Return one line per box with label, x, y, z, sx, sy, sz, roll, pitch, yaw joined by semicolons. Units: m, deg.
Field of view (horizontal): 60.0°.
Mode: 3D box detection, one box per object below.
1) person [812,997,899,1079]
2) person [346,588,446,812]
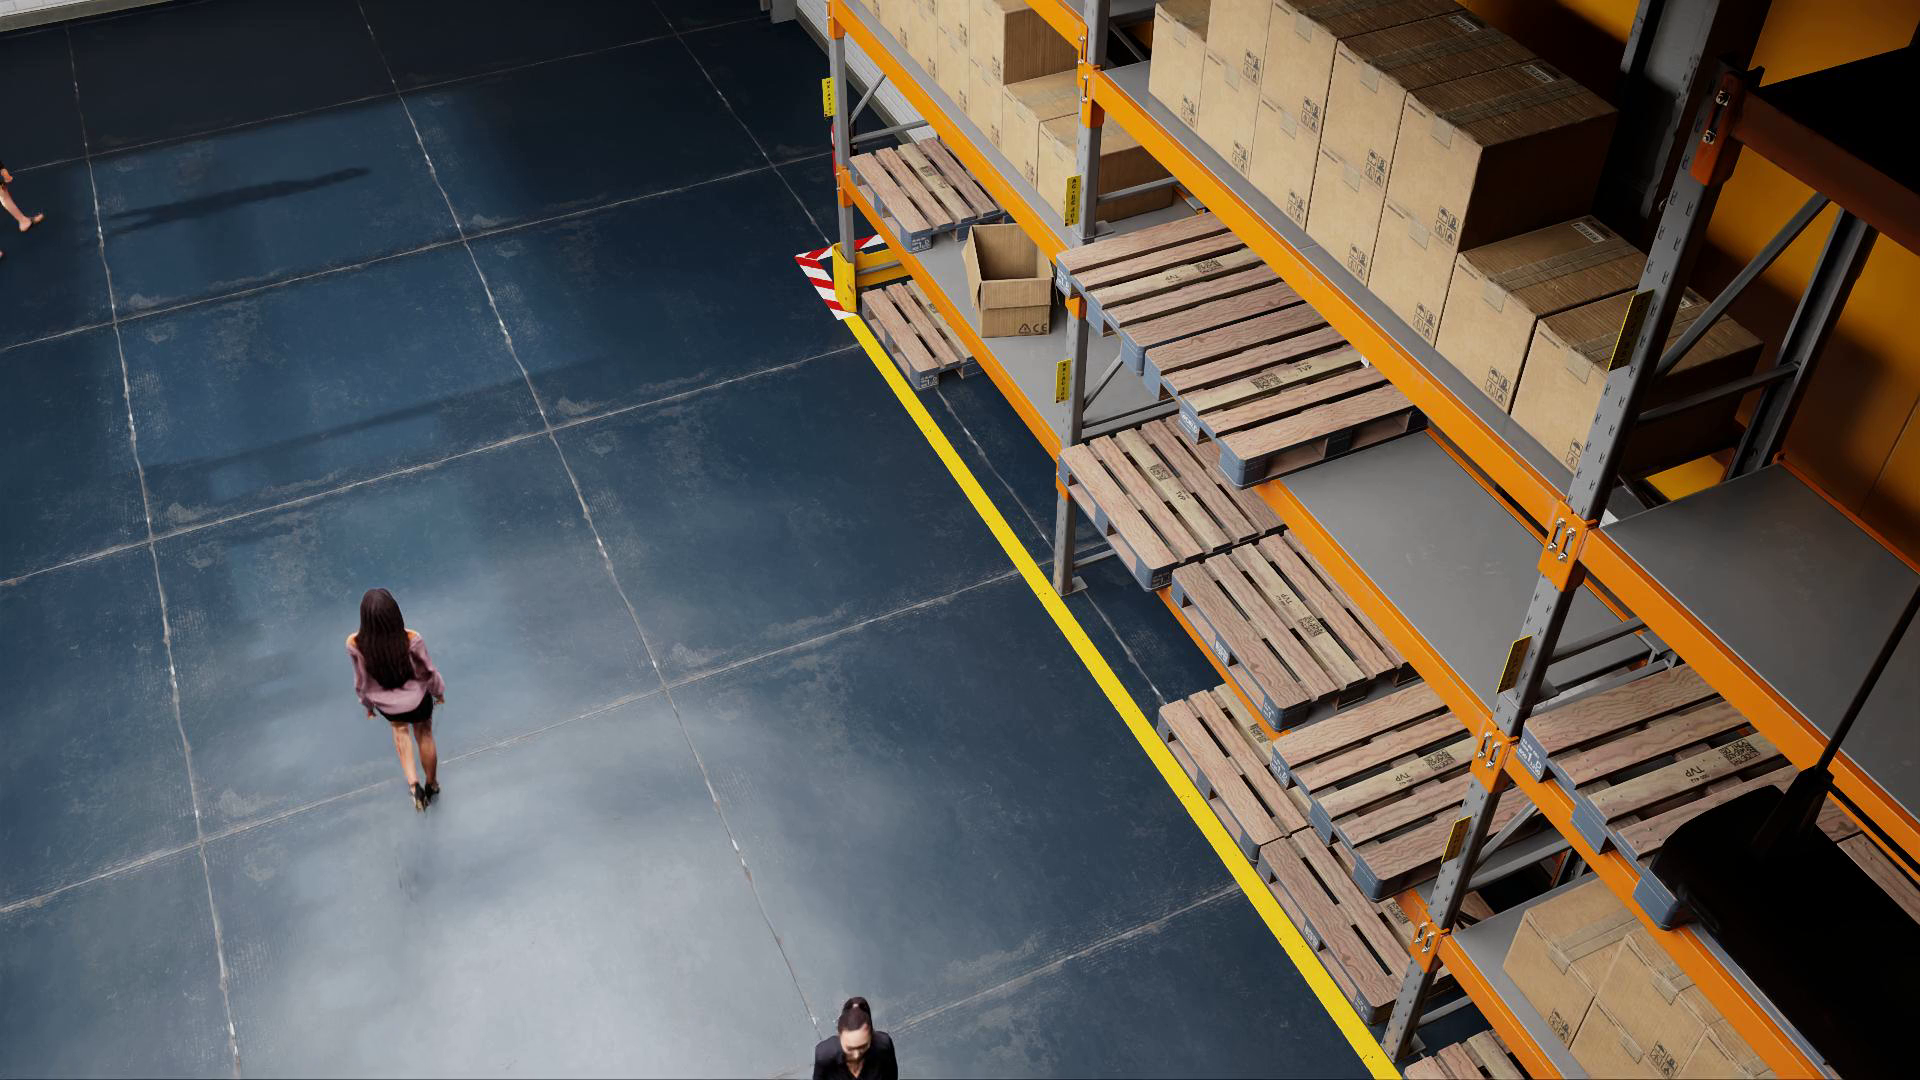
person;-0.525;2.744;8.191;0.789;1.687;1.092;-6;44;-6
person;-3.320;1.030;9.908;0.744;1.800;0.791;-6;44;-6
